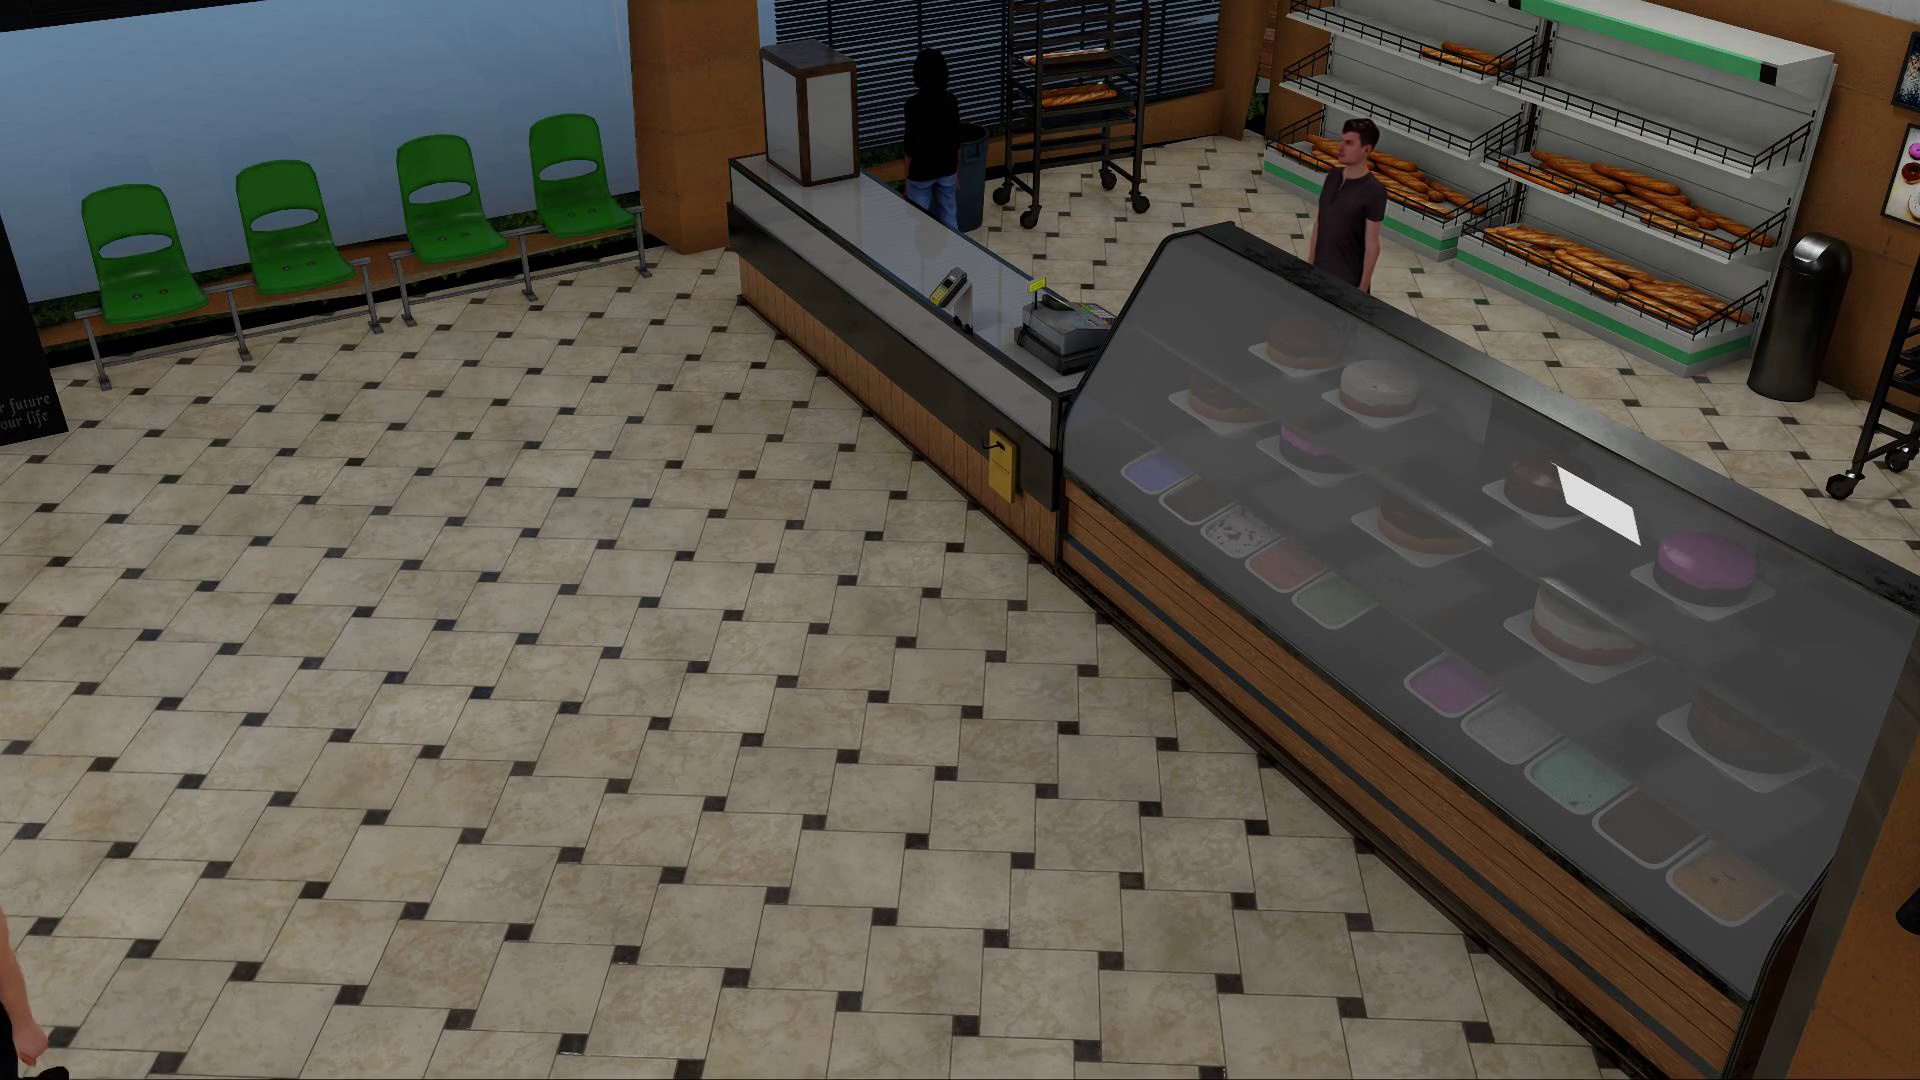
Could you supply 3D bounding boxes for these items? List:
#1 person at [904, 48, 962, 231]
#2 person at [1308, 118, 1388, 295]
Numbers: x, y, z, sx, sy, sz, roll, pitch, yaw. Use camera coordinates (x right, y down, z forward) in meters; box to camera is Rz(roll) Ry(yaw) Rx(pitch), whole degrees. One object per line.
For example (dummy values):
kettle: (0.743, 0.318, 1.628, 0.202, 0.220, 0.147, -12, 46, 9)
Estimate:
person: (-0.186, -2.395, 10.983, 0.515, 1.702, 0.654, -12, 34, -18)
person: (2.141, -1.459, 9.336, 0.519, 1.853, 0.636, -17, 36, -25)
